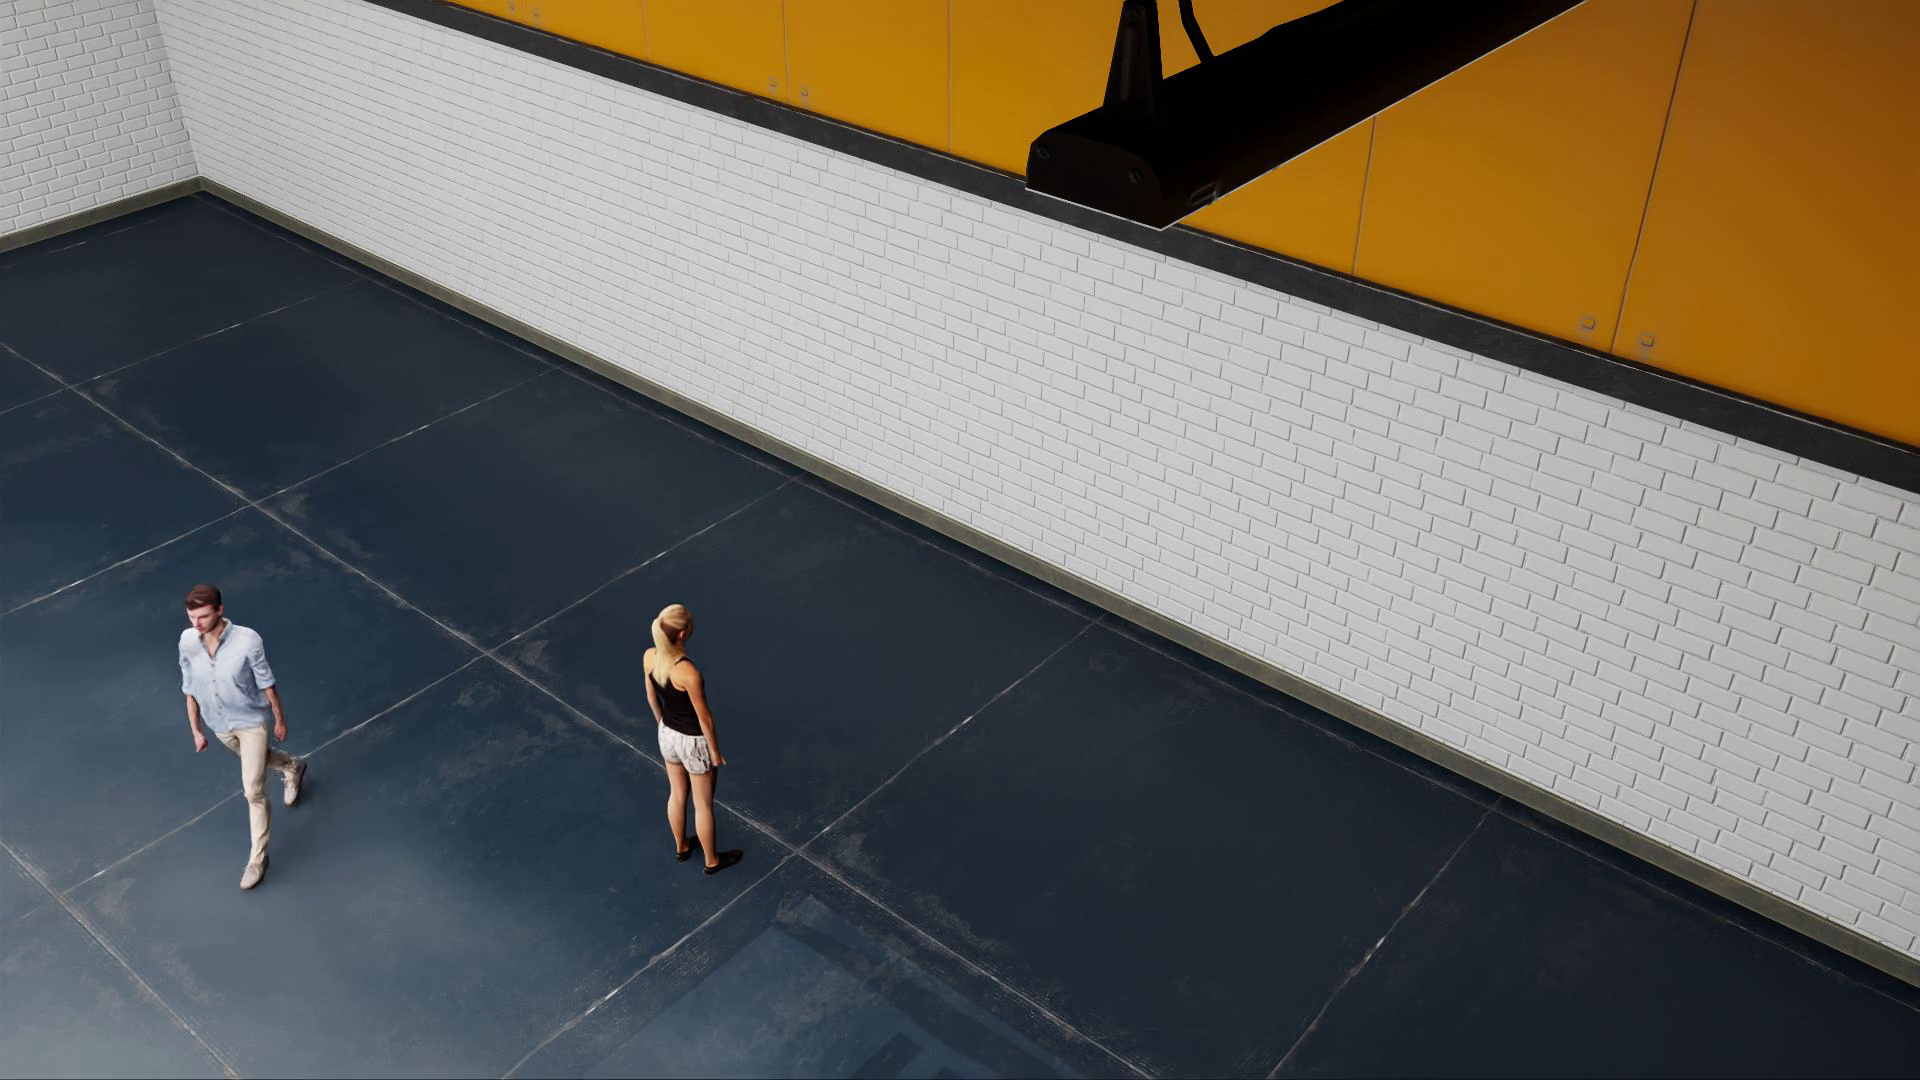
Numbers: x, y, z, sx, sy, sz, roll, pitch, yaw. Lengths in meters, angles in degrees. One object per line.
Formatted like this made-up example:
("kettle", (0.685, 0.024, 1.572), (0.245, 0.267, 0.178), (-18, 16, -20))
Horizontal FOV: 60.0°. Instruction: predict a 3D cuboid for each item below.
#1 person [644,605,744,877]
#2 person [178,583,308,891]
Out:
("person", (-1.536, 1.111, 9.316), (0.610, 1.846, 0.546), (22, 39, 29))
("person", (-4.083, 0.985, 9.535), (1.117, 1.813, 1.305), (3, 34, 5))
